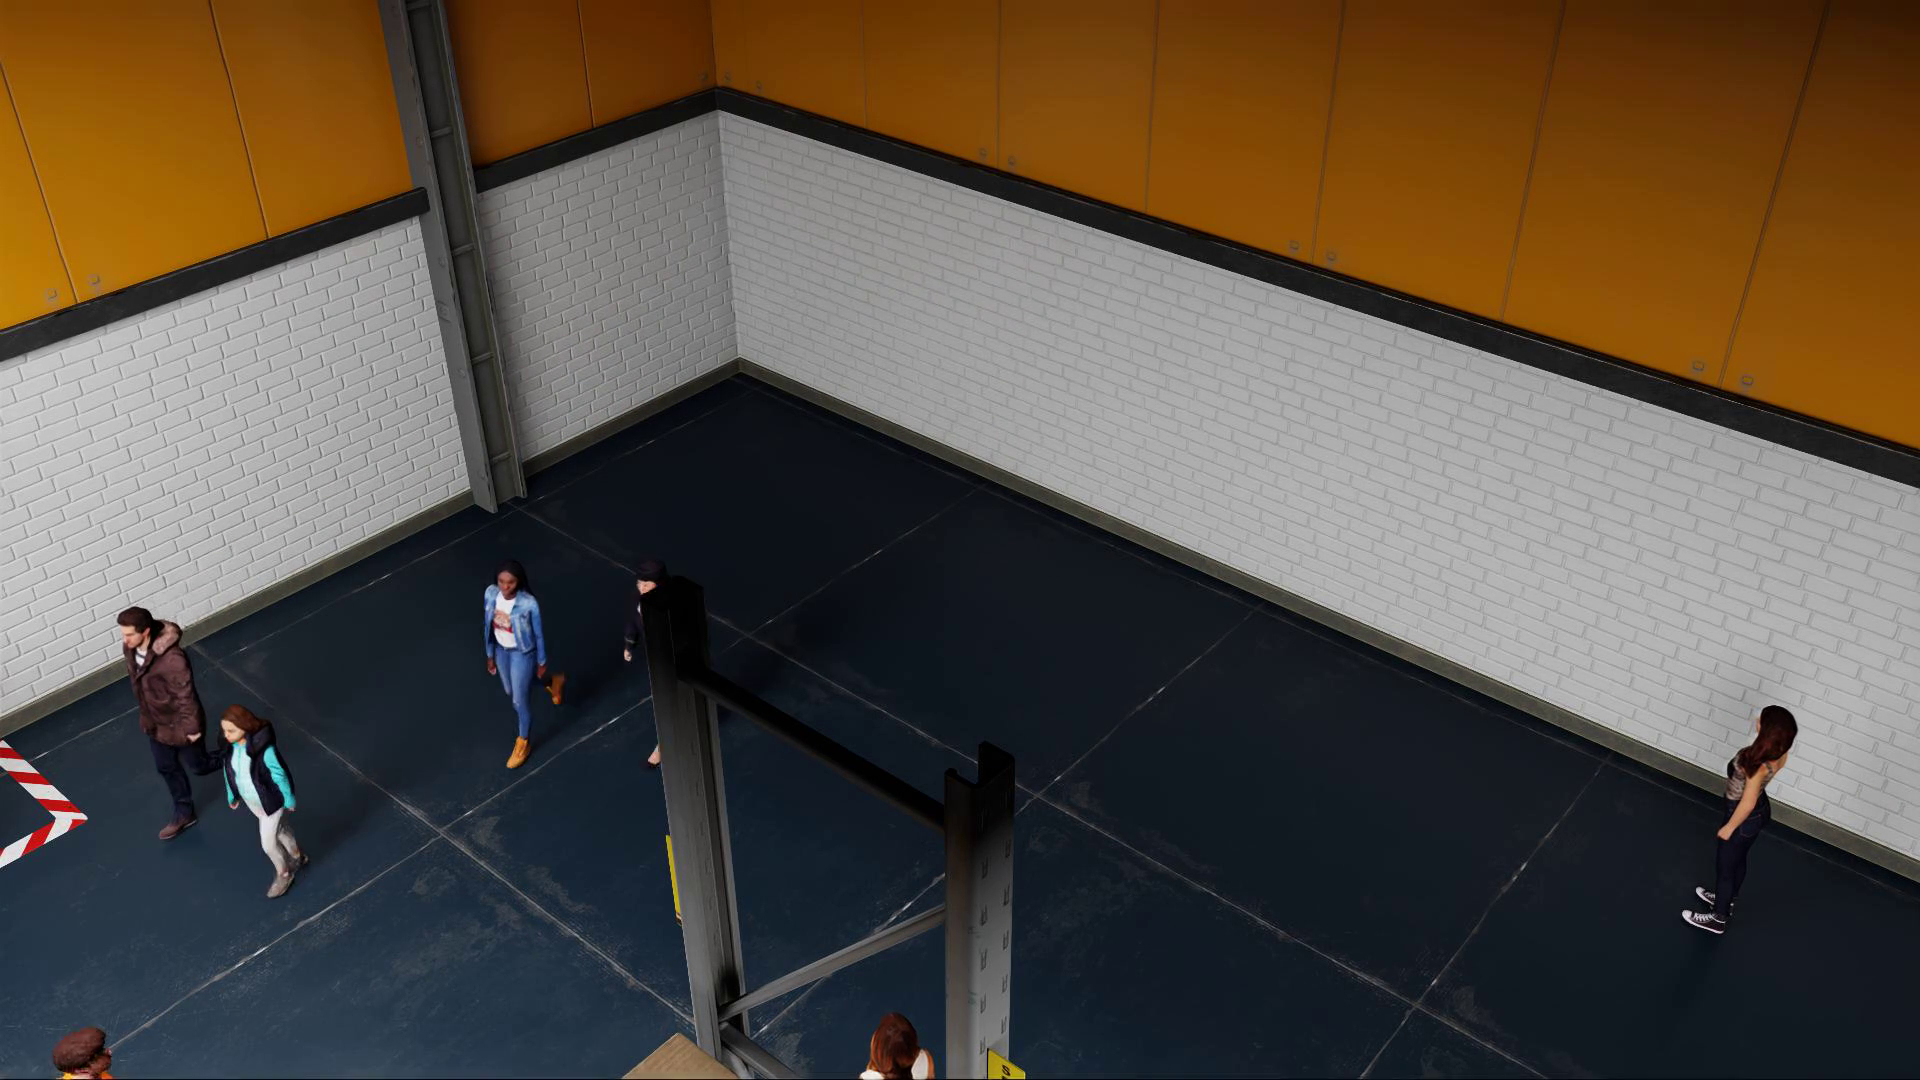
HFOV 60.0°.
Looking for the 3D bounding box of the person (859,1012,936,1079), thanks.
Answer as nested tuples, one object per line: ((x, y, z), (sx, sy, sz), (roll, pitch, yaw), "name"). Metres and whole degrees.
((-0.318, 3.083, 8.541), (0.599, 1.785, 0.738), (-16, 37, -22), "person")

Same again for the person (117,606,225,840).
((-5.309, 1.165, 11.391), (0.877, 1.825, 1.137), (17, 37, 24), "person")

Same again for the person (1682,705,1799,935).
((4.984, 1.761, 10.544), (0.661, 1.770, 0.455), (26, 41, 33), "person")

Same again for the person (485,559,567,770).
((-3.147, 0.810, 12.051), (0.793, 1.686, 1.077), (15, 36, 21), "person")

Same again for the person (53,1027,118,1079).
((-4.320, 3.201, 8.310), (1.273, 1.846, 0.970), (-14, 36, -20), "person")

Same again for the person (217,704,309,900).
((-4.550, 1.639, 10.985), (0.666, 1.485, 0.747), (15, 36, 21), "person")
